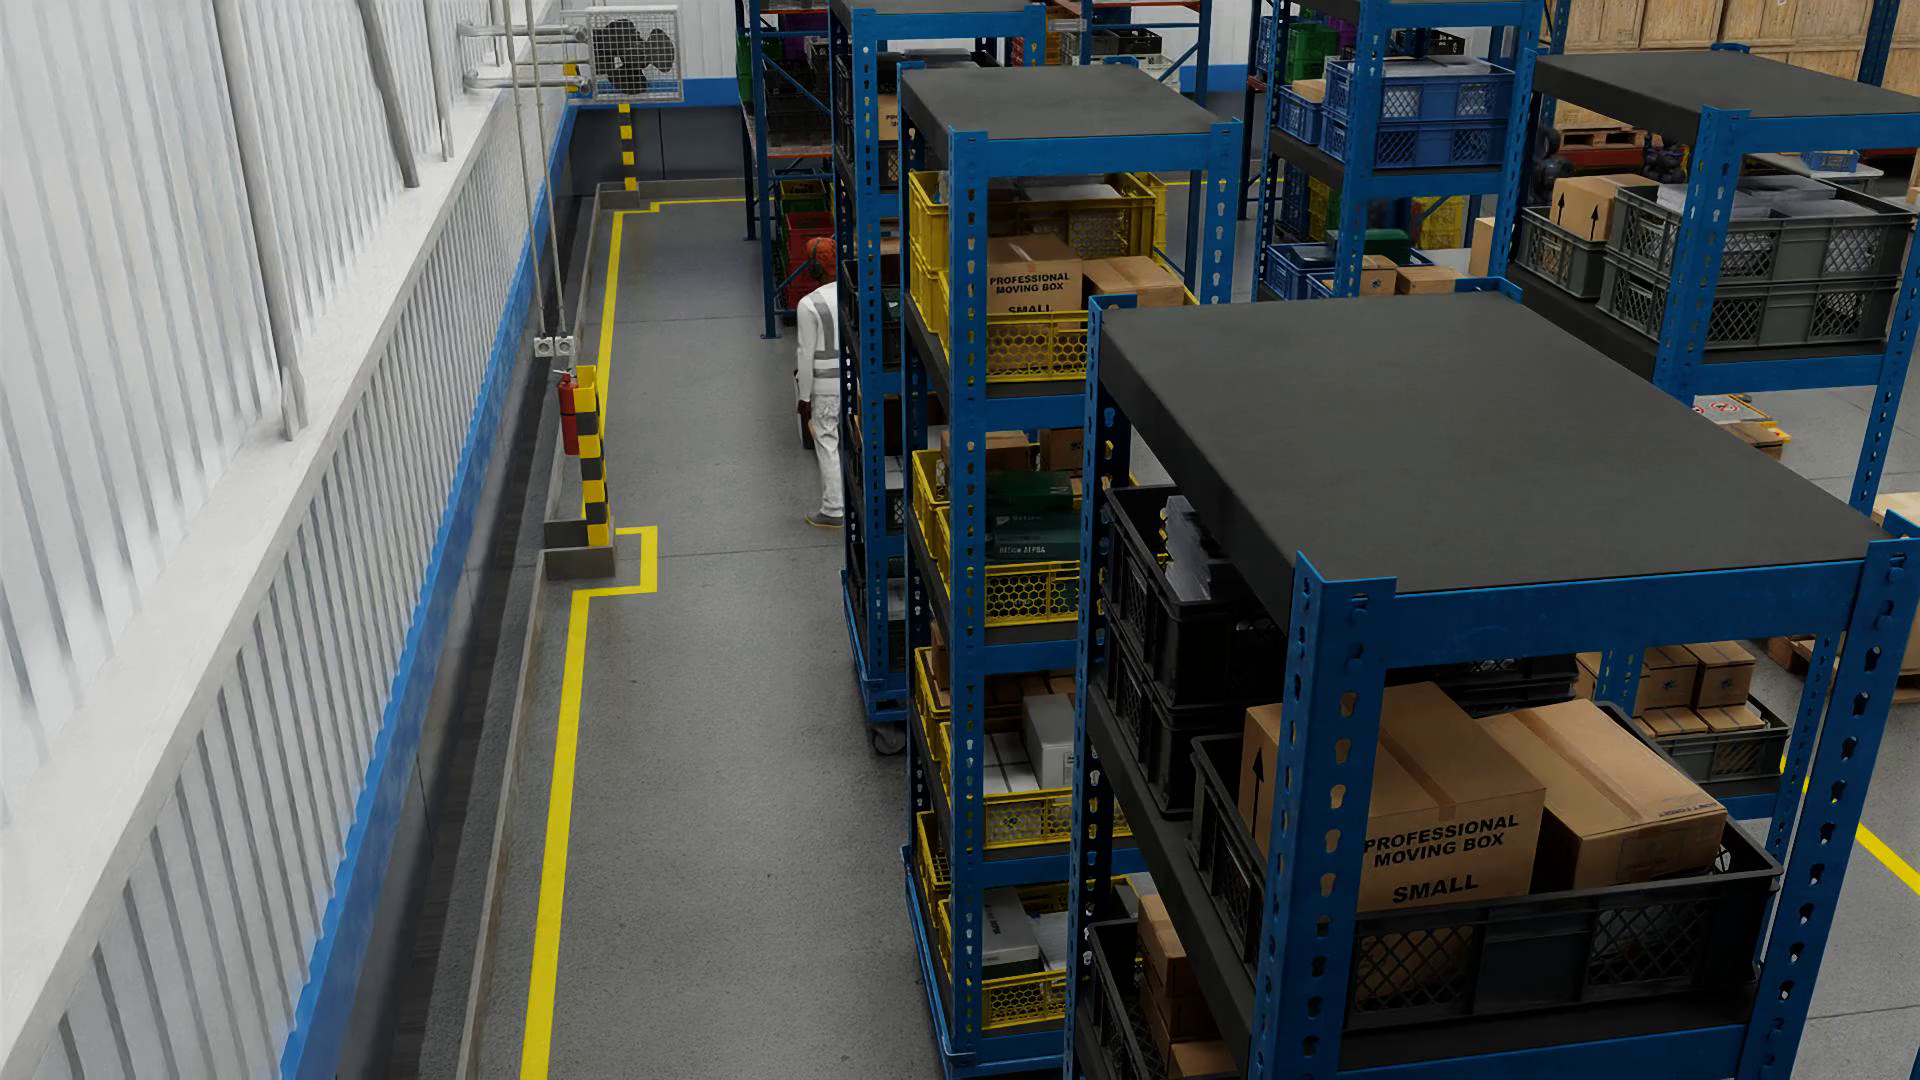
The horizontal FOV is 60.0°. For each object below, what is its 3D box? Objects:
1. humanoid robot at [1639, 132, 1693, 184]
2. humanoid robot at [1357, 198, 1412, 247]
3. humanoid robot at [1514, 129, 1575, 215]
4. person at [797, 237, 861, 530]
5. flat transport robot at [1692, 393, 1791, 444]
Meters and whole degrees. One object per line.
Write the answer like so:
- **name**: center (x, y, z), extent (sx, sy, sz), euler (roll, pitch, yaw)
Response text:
- **humanoid robot**: center (7.113, -3.753, 16.755), extent (0.315, 1.657, 0.609), euler (-18, 30, -33)
- **humanoid robot**: center (3.537, -2.266, 13.607), extent (0.753, 1.636, 0.634), euler (-10, 26, -20)
- **humanoid robot**: center (5.149, -2.797, 14.710), extent (0.629, 1.635, 0.690), euler (-2, 25, -3)
- **person**: center (-0.800, -0.991, 10.533), extent (0.351, 1.876, 0.572), euler (18, 30, 34)
- **flat transport robot**: center (5.224, -0.859, 12.132), extent (1.431, 0.197, 0.652), euler (-4, 25, -8)
